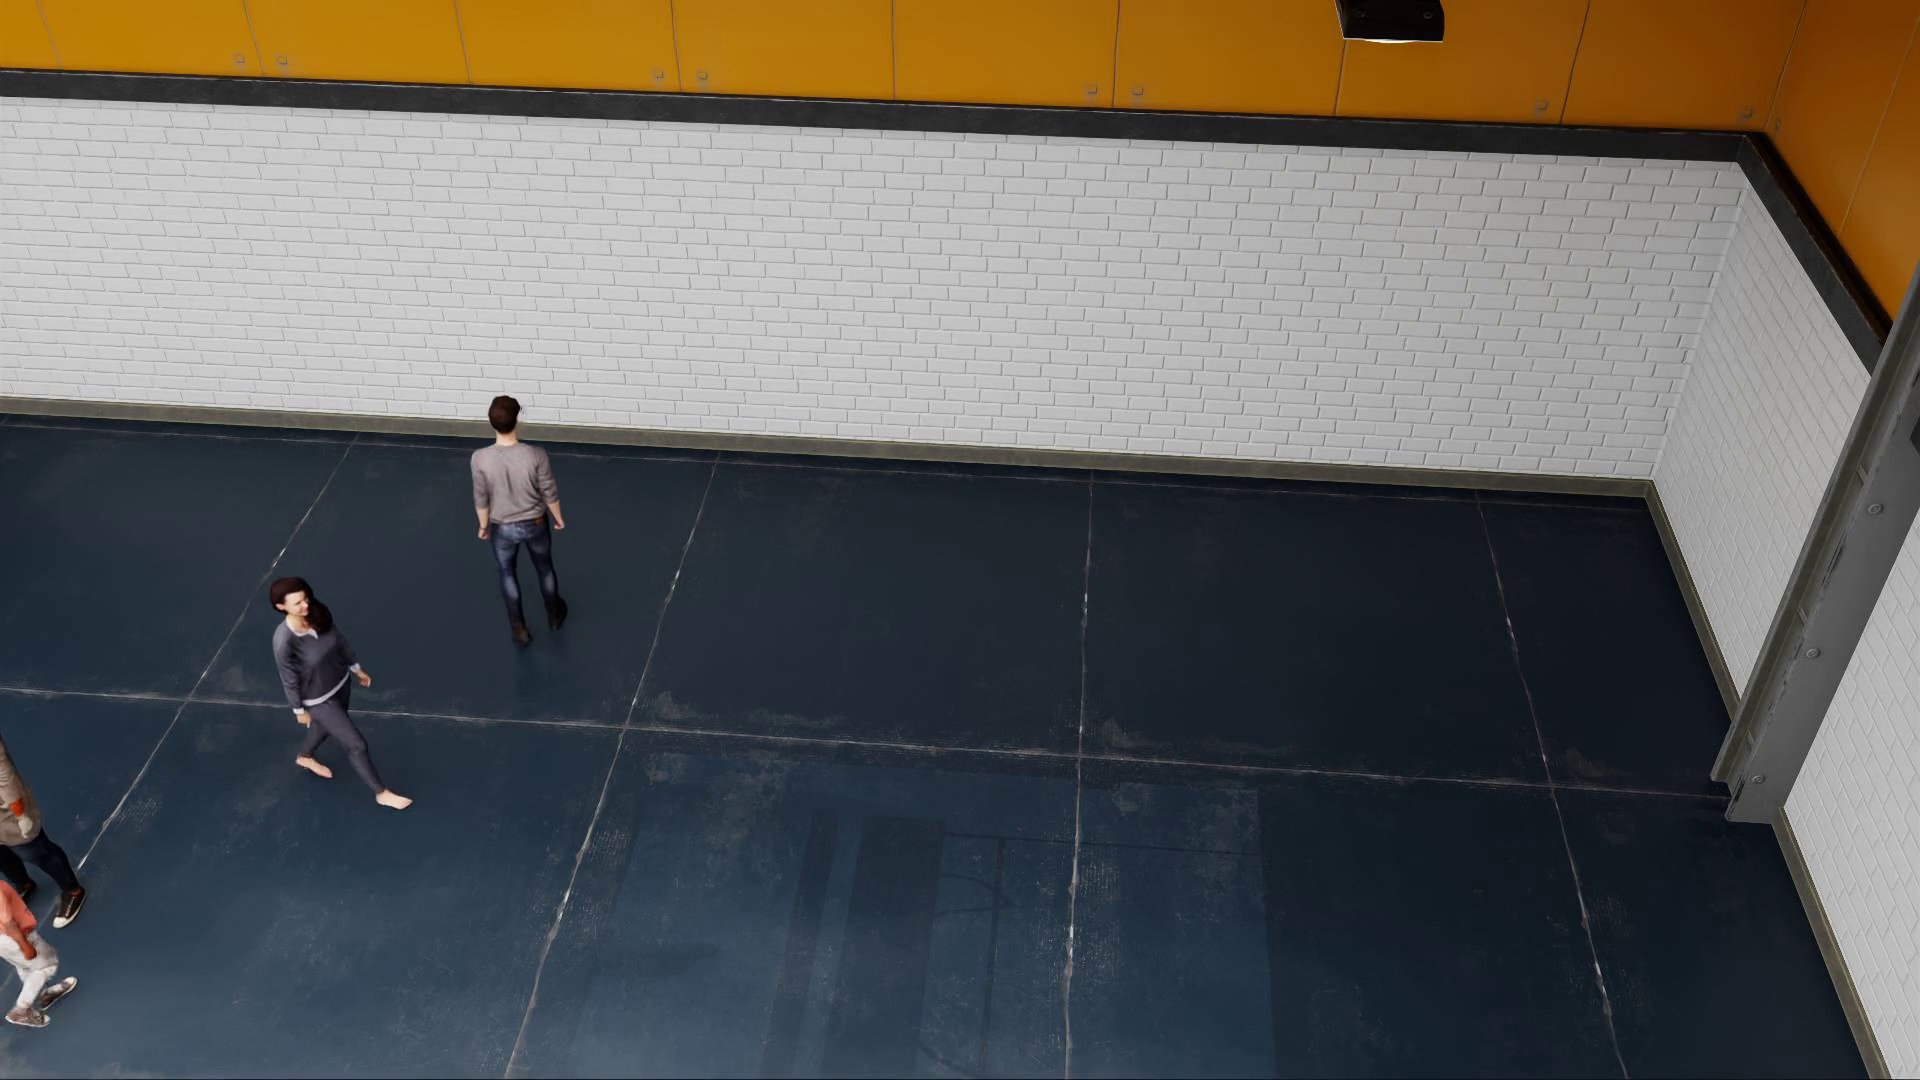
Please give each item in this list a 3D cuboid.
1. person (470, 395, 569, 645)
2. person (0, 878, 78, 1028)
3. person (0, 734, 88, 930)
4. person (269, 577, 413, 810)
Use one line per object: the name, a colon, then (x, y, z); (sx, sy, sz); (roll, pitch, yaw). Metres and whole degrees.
person: (-2.948, -0.093, 11.127); (0.843, 1.906, 0.867); (-8, 39, -10)
person: (-5.100, 2.121, 8.840); (0.645, 1.301, 0.725); (24, 44, 27)
person: (-5.393, 1.425, 9.240); (0.682, 1.889, 0.673); (6, 39, 7)
person: (-3.905, 0.892, 10.033); (0.792, 1.731, 1.071); (9, 39, 11)
